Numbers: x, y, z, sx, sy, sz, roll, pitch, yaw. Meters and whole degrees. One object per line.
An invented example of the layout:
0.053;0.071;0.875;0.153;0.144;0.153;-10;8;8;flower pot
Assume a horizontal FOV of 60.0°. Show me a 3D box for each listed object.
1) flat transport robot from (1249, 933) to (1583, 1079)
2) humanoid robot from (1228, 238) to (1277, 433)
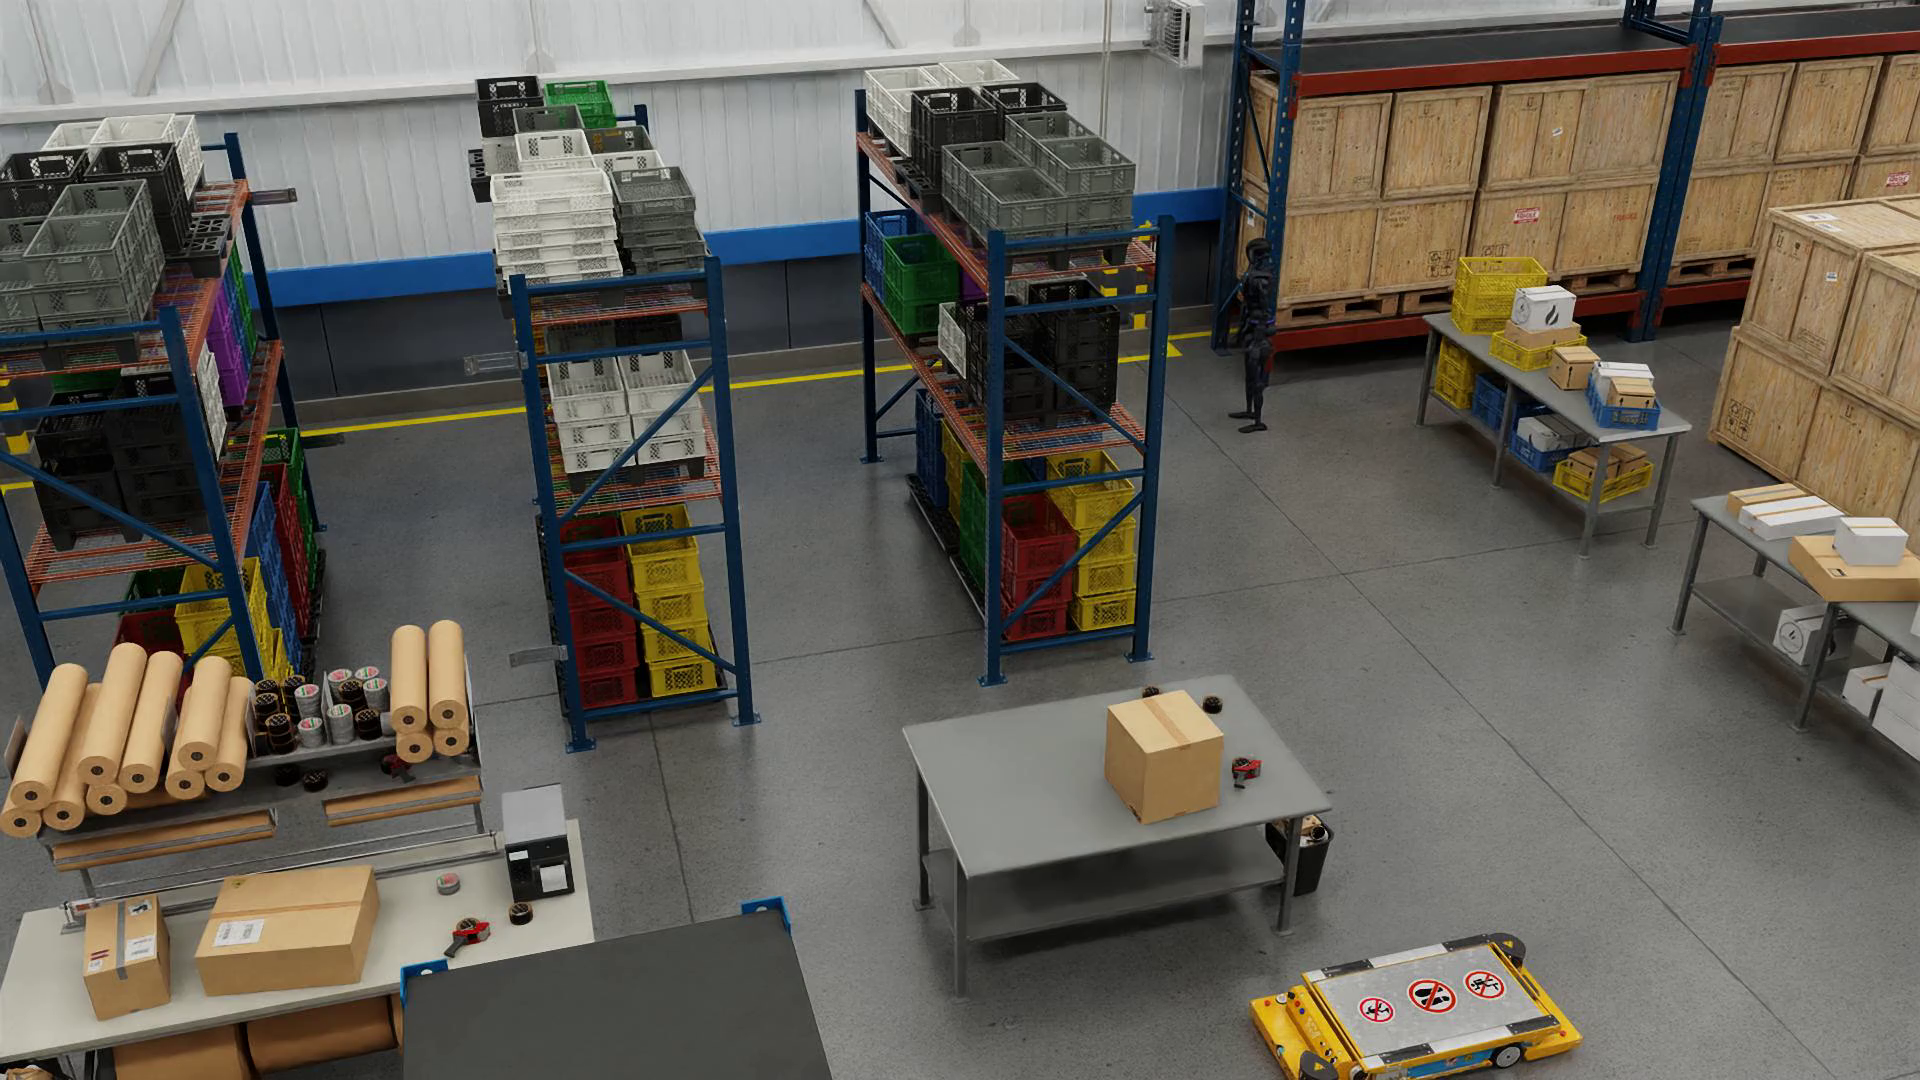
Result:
2.184;2.282;7.980;1.431;0.197;0.652;-8;30;-14;flat transport robot
2.440;-1.700;13.782;0.315;1.653;0.602;-2;29;-4;humanoid robot
